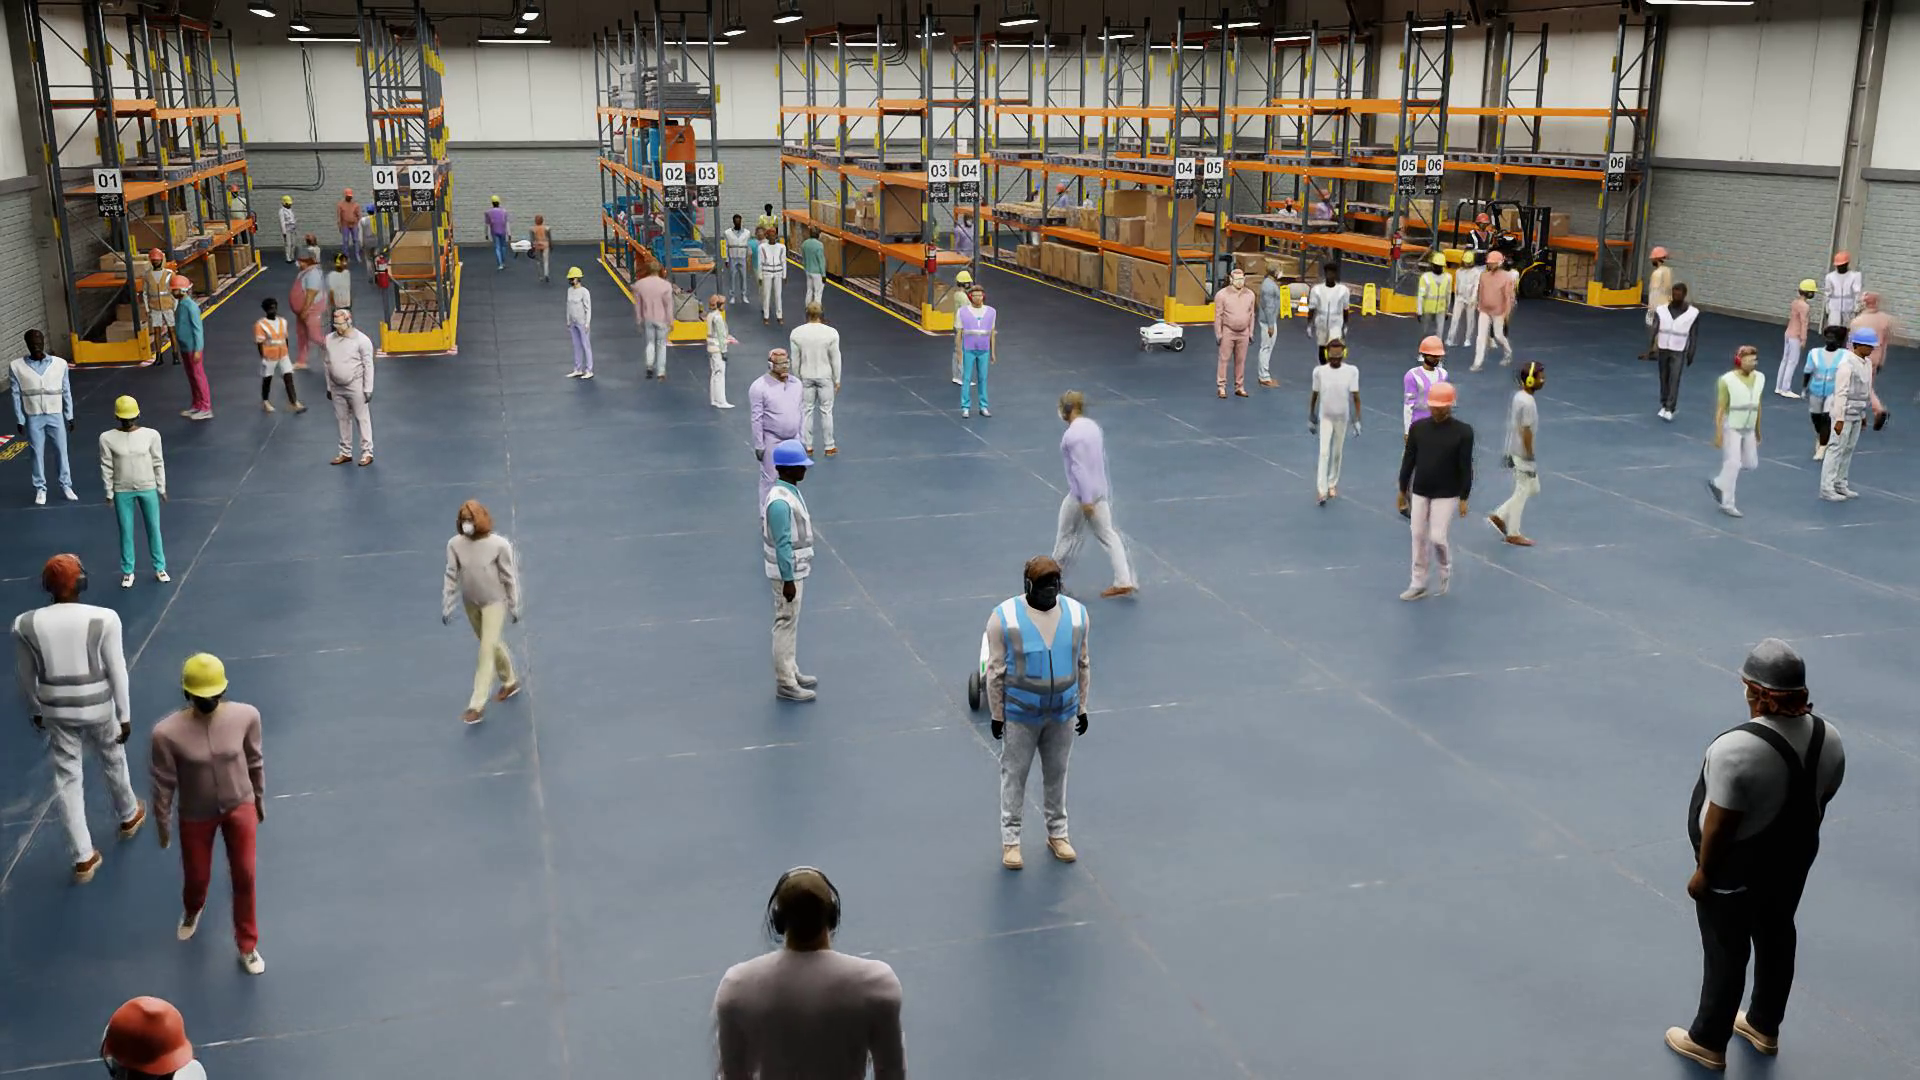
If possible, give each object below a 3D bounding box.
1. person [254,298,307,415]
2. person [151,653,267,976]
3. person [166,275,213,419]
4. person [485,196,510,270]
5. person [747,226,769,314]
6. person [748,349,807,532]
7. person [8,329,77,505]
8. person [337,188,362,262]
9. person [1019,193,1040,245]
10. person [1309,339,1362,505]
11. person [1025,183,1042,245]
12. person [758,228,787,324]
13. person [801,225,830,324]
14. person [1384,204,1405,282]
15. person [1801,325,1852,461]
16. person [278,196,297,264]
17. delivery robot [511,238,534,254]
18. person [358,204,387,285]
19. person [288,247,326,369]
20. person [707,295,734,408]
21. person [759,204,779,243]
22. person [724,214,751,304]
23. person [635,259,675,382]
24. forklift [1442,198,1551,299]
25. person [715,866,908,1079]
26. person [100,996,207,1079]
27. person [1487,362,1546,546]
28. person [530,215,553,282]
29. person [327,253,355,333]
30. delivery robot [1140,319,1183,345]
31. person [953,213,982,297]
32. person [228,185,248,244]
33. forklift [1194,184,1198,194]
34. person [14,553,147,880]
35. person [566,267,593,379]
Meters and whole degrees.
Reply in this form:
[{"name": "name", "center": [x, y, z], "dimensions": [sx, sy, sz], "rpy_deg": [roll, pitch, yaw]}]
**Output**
[{"name": "person", "center": [-9.612, -2.573, 23.360], "dimensions": [0.885, 1.640, 0.548], "rpy_deg": [11, 18, 35]}, {"name": "person", "center": [-3.823, 1.345, 8.475], "dimensions": [0.538, 1.735, 0.690], "rpy_deg": [-11, 18, -34]}, {"name": "person", "center": [-10.704, -2.674, 23.088], "dimensions": [0.396, 1.992, 0.623], "rpy_deg": [-13, 20, -41]}, {"name": "person", "center": [-12.095, -8.029, 43.460], "dimensions": [0.616, 1.870, 0.990], "rpy_deg": [-6, 16, -20]}, {"name": "person", "center": [-4.123, -5.588, 34.437], "dimensions": [0.584, 1.787, 0.985], "rpy_deg": [0, 15, 1]}, {"name": "person", "center": [-1.824, -1.000, 16.959], "dimensions": [0.639, 1.908, 0.409], "rpy_deg": [-13, 20, -41]}, {"name": "person", "center": [-10.078, -1.365, 18.309], "dimensions": [0.593, 1.920, 0.391], "rpy_deg": [-11, 18, -35]}, {"name": "person", "center": [-16.581, -8.545, 45.204], "dimensions": [0.620, 1.984, 0.411], "rpy_deg": [-10, 18, -33]}, {"name": "person", "center": [1.974, -8.835, 46.624], "dimensions": [0.651, 1.820, 0.767], "rpy_deg": [-2, 15, -6]}, {"name": "person", "center": [4.113, -1.292, 18.233], "dimensions": [0.525, 1.819, 0.986], "rpy_deg": [2, 15, 7]}, {"name": "person", "center": [2.234, -9.556, 49.091], "dimensions": [0.643, 1.926, 0.445], "rpy_deg": [-1, 15, -4]}, {"name": "person", "center": [-3.695, -5.198, 32.800], "dimensions": [0.575, 1.883, 0.355], "rpy_deg": [-4, 15, -16]}, {"name": "person", "center": [-2.866, -5.252, 32.896], "dimensions": [0.371, 1.940, 0.627], "rpy_deg": [-14, 20, -42]}, {"name": "person", "center": [10.523, -7.228, 40.385], "dimensions": [0.611, 1.905, 0.456], "rpy_deg": [-12, 19, -39]}, {"name": "person", "center": [10.772, -1.858, 20.655], "dimensions": [0.540, 1.670, 0.787], "rpy_deg": [12, 19, 38]}, {"name": "person", "center": [-18.043, -8.327, 44.699], "dimensions": [0.403, 1.818, 0.603], "rpy_deg": [1, 15, 4]}, {"name": "delivery robot", "center": [-12.168, -8.196, 46.446], "dimensions": [0.707, 0.478, 0.477], "rpy_deg": [-2, 15, -6]}, {"name": "person", "center": [-14.059, -7.091, 39.872], "dimensions": [0.635, 1.902, 0.939], "rpy_deg": [-5, 16, -18]}, {"name": "person", "center": [-10.668, -3.819, 27.309], "dimensions": [0.800, 2.000, 0.689], "rpy_deg": [-10, 18, -34]}, {"name": "person", "center": [-3.477, -2.712, 23.929], "dimensions": [0.331, 1.631, 0.516], "rpy_deg": [-6, 16, -23]}, {"name": "person", "center": [-4.984, -7.923, 43.405], "dimensions": [0.535, 1.700, 0.318], "rpy_deg": [-4, 15, -16]}, {"name": "person", "center": [-4.828, -6.110, 36.158], "dimensions": [0.593, 1.922, 0.392], "rpy_deg": [-4, 15, -16]}, {"name": "person", "center": [-4.762, -3.443, 26.108], "dimensions": [0.633, 1.922, 0.446], "rpy_deg": [3, 15, 12]}, {"name": "forklift", "center": [11.913, -6.508, 37.130], "dimensions": [2.313, 2.155, 1.214], "rpy_deg": [-4, 15, -15]}, {"name": "person", "center": [-0.505, 2.025, 5.652], "dimensions": [0.634, 1.894, 1.049], "rpy_deg": [2, 15, 8]}, {"name": "person", "center": [-2.455, 2.210, 5.174], "dimensions": [0.340, 1.747, 0.569], "rpy_deg": [3, 15, 11]}, {"name": "person", "center": [5.583, -0.840, 16.457], "dimensions": [0.428, 1.856, 0.518], "rpy_deg": [5, 16, 17]}, {"name": "person", "center": [-10.207, -7.119, 40.556], "dimensions": [0.522, 1.608, 0.786], "rpy_deg": [-3, 15, -13]}, {"name": "person", "center": [-10.374, -3.876, 27.909], "dimensions": [0.766, 1.837, 0.578], "rpy_deg": [10, 18, 33]}, {"name": "delivery robot", "center": [3.548, -3.640, 29.303], "dimensions": [0.707, 0.478, 0.477], "rpy_deg": [-4, 15, -15]}, {"name": "person", "center": [0.180, -6.344, 37.099], "dimensions": [0.630, 1.892, 0.775], "rpy_deg": [-5, 16, -17]}, {"name": "person", "center": [-20.322, -8.971, 46.783], "dimensions": [0.612, 1.995, 0.377], "rpy_deg": [-4, 15, -16]}, {"name": "forklift", "center": [7.392, -11.333, 53.972], "dimensions": [1.873, 2.768, 1.129], "rpy_deg": [-4, 15, -15]}, {"name": "person", "center": [-5.094, 0.961, 9.681], "dimensions": [0.592, 1.843, 0.937], "rpy_deg": [-3, 15, -12]}, {"name": "person", "center": [-6.068, -3.449, 26.441], "dimensions": [0.522, 1.769, 0.312], "rpy_deg": [11, 19, 36]}]
